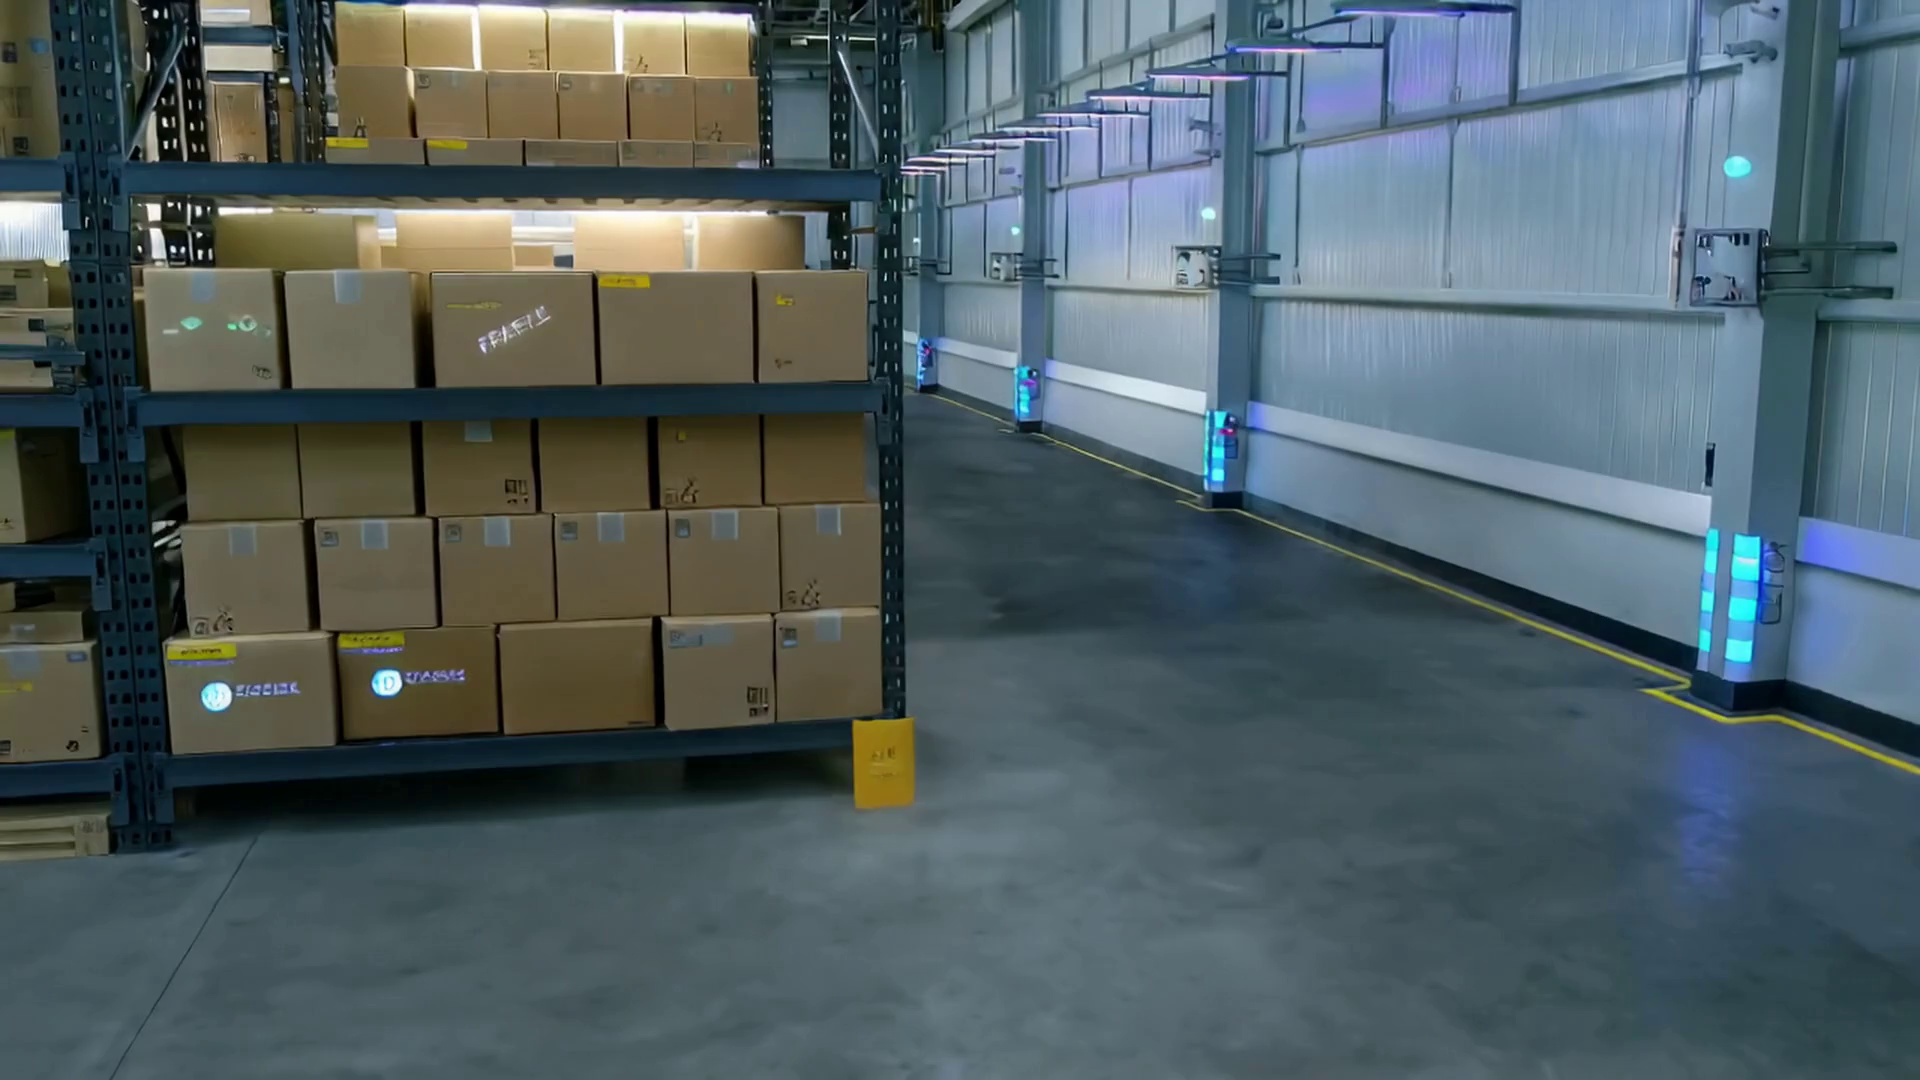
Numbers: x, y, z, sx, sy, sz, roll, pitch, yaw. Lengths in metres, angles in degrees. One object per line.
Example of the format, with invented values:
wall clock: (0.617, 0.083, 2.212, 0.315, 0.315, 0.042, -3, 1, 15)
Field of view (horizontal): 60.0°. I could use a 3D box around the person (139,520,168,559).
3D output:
person: (-6.346, 0.026, 12.850, 0.454, 1.830, 0.631, -2, 9, -11)
